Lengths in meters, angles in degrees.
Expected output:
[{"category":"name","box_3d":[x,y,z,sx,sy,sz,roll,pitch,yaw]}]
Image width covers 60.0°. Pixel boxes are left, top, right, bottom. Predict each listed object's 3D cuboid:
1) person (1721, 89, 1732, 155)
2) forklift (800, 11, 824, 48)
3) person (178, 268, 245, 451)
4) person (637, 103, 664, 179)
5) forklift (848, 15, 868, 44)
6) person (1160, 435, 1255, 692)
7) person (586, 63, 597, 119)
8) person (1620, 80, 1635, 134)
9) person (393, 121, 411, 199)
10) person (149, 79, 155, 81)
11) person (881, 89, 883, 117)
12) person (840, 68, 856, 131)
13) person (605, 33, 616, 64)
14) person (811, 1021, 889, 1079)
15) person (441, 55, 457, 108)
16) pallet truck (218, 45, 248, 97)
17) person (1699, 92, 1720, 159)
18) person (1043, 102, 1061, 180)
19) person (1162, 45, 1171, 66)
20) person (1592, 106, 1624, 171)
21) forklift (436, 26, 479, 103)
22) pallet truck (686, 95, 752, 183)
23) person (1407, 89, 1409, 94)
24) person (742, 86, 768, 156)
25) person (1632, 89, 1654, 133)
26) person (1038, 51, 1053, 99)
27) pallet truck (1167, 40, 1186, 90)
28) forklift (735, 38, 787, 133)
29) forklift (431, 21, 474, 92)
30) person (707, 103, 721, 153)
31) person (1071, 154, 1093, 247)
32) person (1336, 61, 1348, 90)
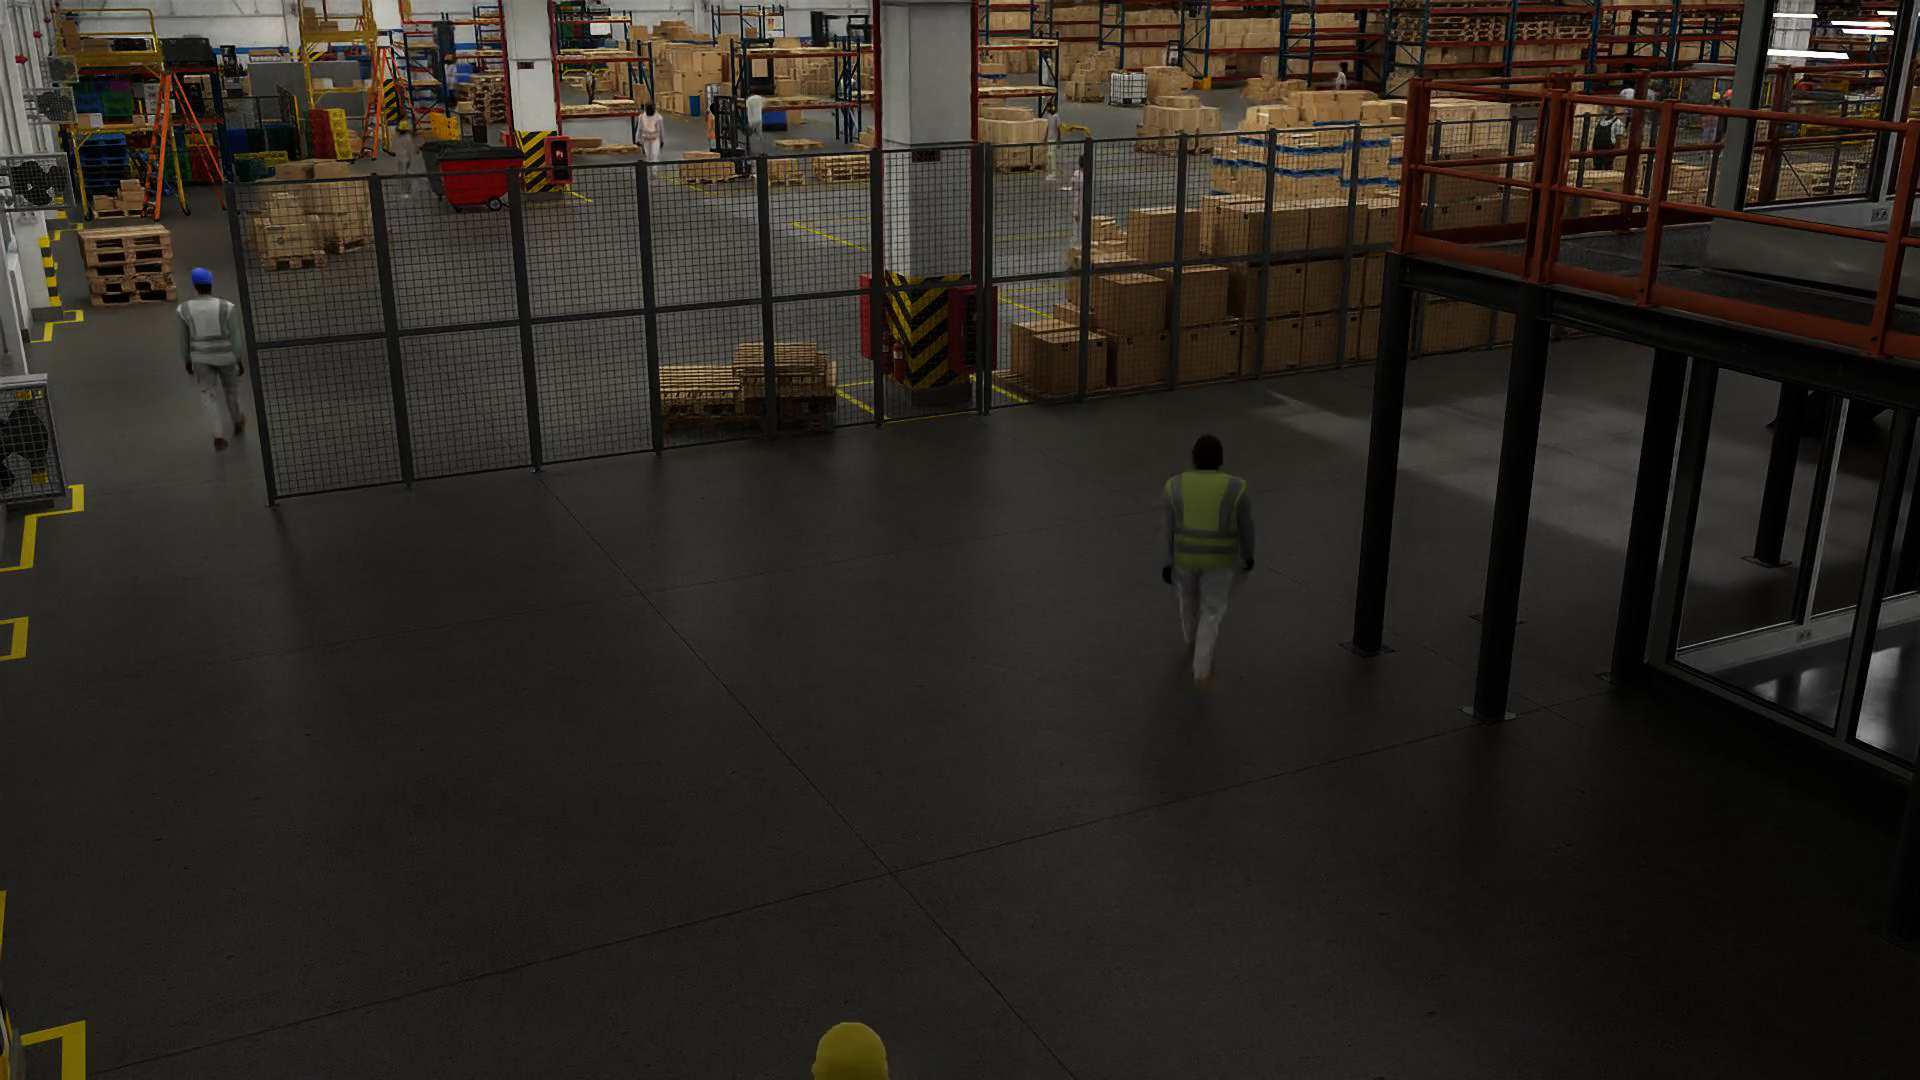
[{"category":"person","box_3d":[19.345,-10.351,42.011,0.385,1.993,0.624,11,22,30]},{"category":"forklift","box_3d":[-7.111,-24.817,82.611,1.873,2.768,1.129,-9,21,-25]},{"category":"person","box_3d":[-8.011,-1.968,17.852,0.629,1.891,1.032,-5,20,-15]},{"category":"person","box_3d":[-7.540,-9.748,40.584,0.630,1.796,0.989,0,19,1]},{"category":"forklift","box_3d":[-4.676,-22.739,76.587,1.129,2.768,1.873,-3,19,-8]},{"category":"person","box_3d":[1.786,0.118,11.974,0.645,1.788,0.970,7,20,20]},{"category":"person","box_3d":[-12.490,-15.228,56.374,0.345,1.847,0.504,-2,19,-5]},{"category":"person","box_3d":[20.449,-13.253,50.914,0.528,1.668,0.811,1,19,3]},{"category":"person","box_3d":[-12.323,-8.415,36.816,0.524,1.708,0.374,11,22,29]},{"category":"person","box_3d":[-24.941,-13.440,51.518,0.515,1.634,0.313,11,22,29]},{"category":"person","box_3d":[-2.040,-12.422,48.122,0.589,1.923,0.383,5,20,13]},{"category":"person","box_3d":[-3.506,-13.776,52.057,0.588,1.920,0.392,13,23,33]},{"category":"person","box_3d":[-16.691,-23.237,79.455,0.368,1.939,0.633,16,25,39]},{"category":"person","box_3d":[-0.243,2.417,5.212,1.016,1.872,0.633,18,26,42]},{"category":"person","box_3d":[-18.626,-16.754,60.734,0.543,1.896,0.986,3,19,8]},{"category":"pallet truck","box_3d":[-28.879,-18.665,66.111,0.823,1.965,1.885,-3,19,-9]},{"category":"person","box_3d":[19.968,-10.974,44.166,0.525,1.769,0.309,2,19,6]},{"category":"person","box_3d":[2.219,-9.629,40.143,0.402,1.853,0.513,-7,20,-20]},{"category":"person","box_3d":[9.310,-21.410,74.643,0.794,1.610,0.510,-10,21,-27]},{"category":"person","box_3d":[14.564,-8.859,37.618,0.537,2.000,0.674,-11,22,-29]},{"category":"forklift","box_3d":[-19.085,-17.782,62.216,1.873,2.768,1.129,1,19,3]},{"category":"pallet truck","box_3d":[-5.836,-9.608,39.856,0.823,1.965,1.885,10,22,27]},{"category":"person","box_3d":[11.970,-11.069,44.234,0.552,1.908,0.890,6,20,16]},{"category":"person","box_3d":[-5.605,-11.285,44.883,1.012,1.884,0.636,15,24,37]},{"category":"person","box_3d":[20.149,-12.694,49.097,0.600,1.809,0.772,2,19,7]},{"category":"person","box_3d":[3.347,-18.198,65.045,0.518,1.810,0.998,-4,19,-11]},{"category":"pallet truck","box_3d":[9.045,-19.971,69.895,0.823,1.965,1.885,-3,19,-8]},{"category":"forklift","box_3d":[-6.218,-14.166,51.736,1.129,2.768,1.873,-9,21,-25]},{"category":"forklift","box_3d":[-20.920,-19.720,67.836,1.129,2.768,1.873,14,23,35]},{"category":"person","box_3d":[-6.178,-10.118,41.801,0.322,1.692,0.534,-10,21,-26]},{"category":"person","box_3d":[2.085,-5.600,28.326,0.356,1.936,0.638,8,20,21]},{"category":"person","box_3d":[12.660,-14.941,55.379,0.658,1.950,0.631,0,19,0]}]
